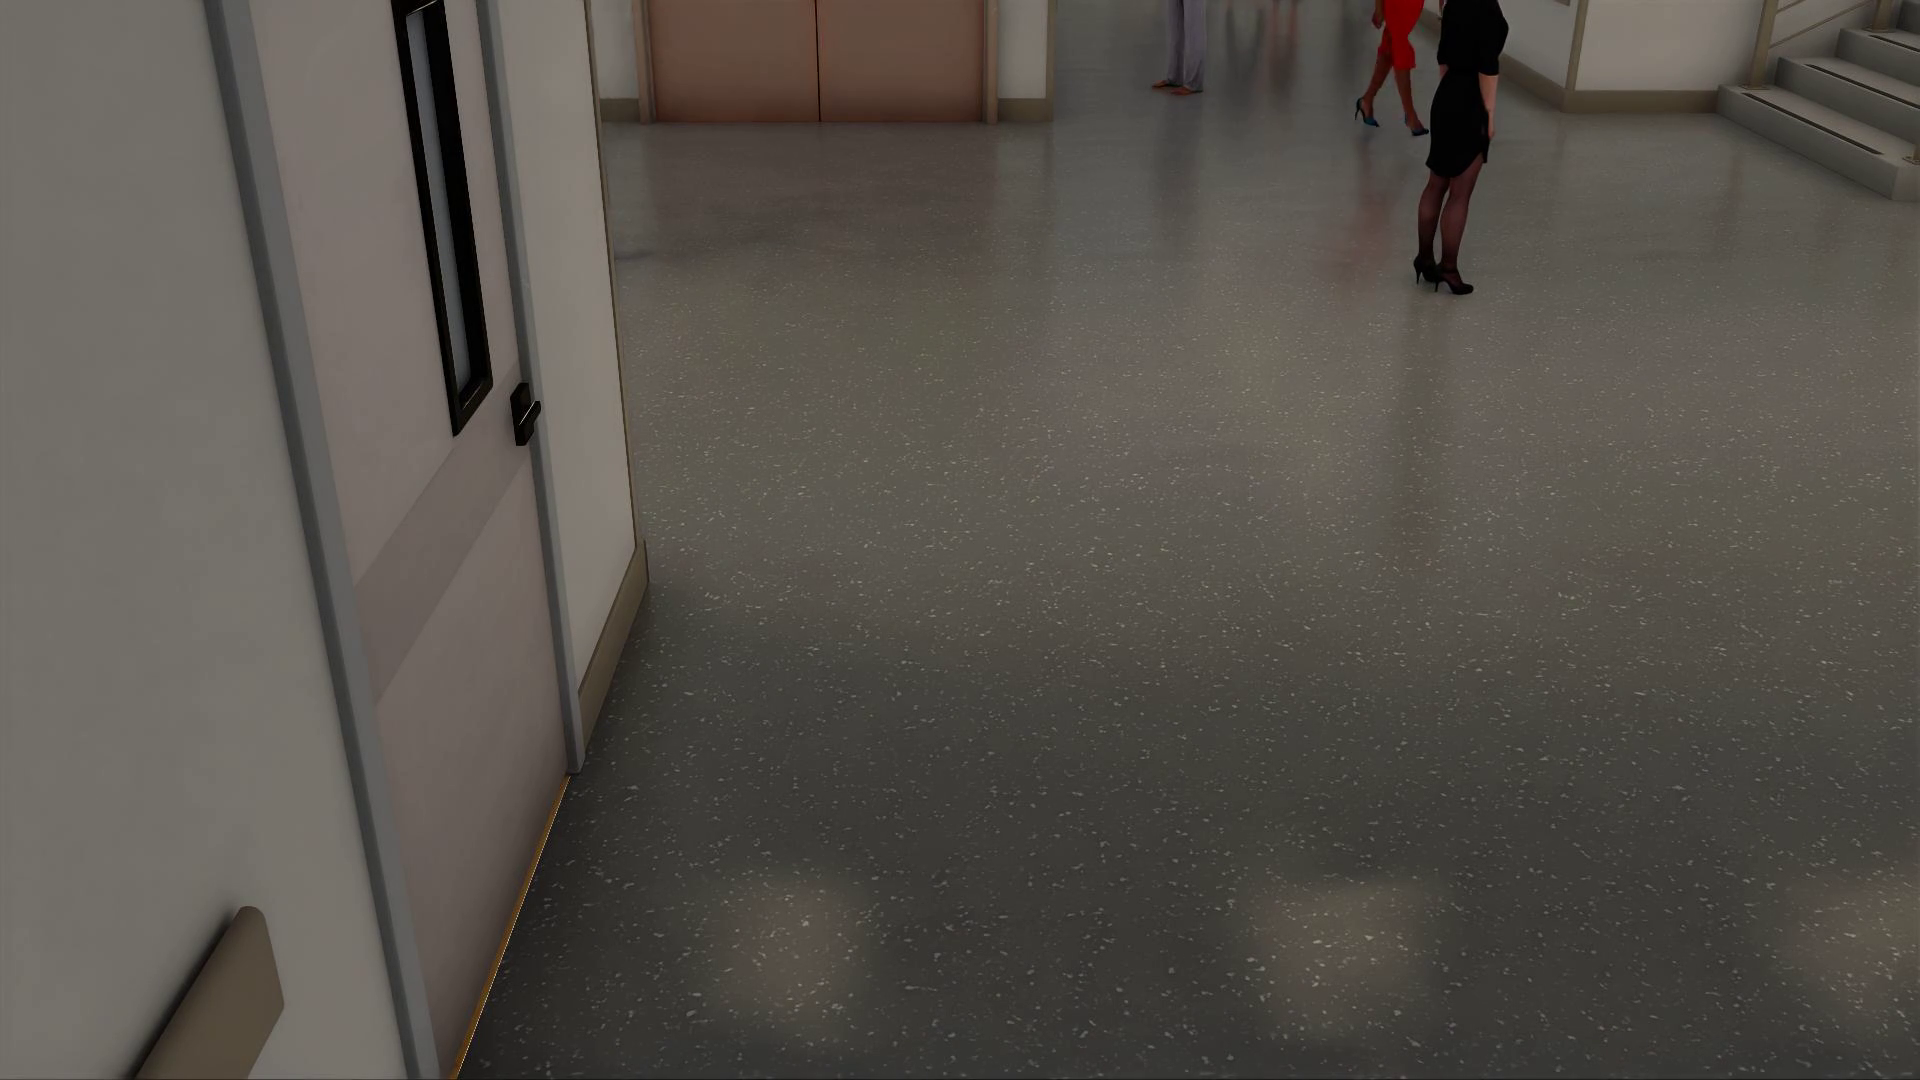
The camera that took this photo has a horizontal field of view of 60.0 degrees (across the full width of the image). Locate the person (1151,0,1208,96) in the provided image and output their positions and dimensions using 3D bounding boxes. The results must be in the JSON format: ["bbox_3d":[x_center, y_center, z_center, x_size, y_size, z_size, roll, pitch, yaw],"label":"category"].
[{"bbox_3d":[1.729,-4.305,12.647,0.709,1.736,0.712,-14,29,-27],"label":"person"}]

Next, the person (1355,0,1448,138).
[{"bbox_3d":[2.933,-3.602,11.227,1.092,1.703,0.962,-12,28,-23],"label":"person"}]

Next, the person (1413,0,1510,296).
[{"bbox_3d":[2.409,-2.047,8.000,0.586,1.705,0.638,-7,27,-13],"label":"person"}]
